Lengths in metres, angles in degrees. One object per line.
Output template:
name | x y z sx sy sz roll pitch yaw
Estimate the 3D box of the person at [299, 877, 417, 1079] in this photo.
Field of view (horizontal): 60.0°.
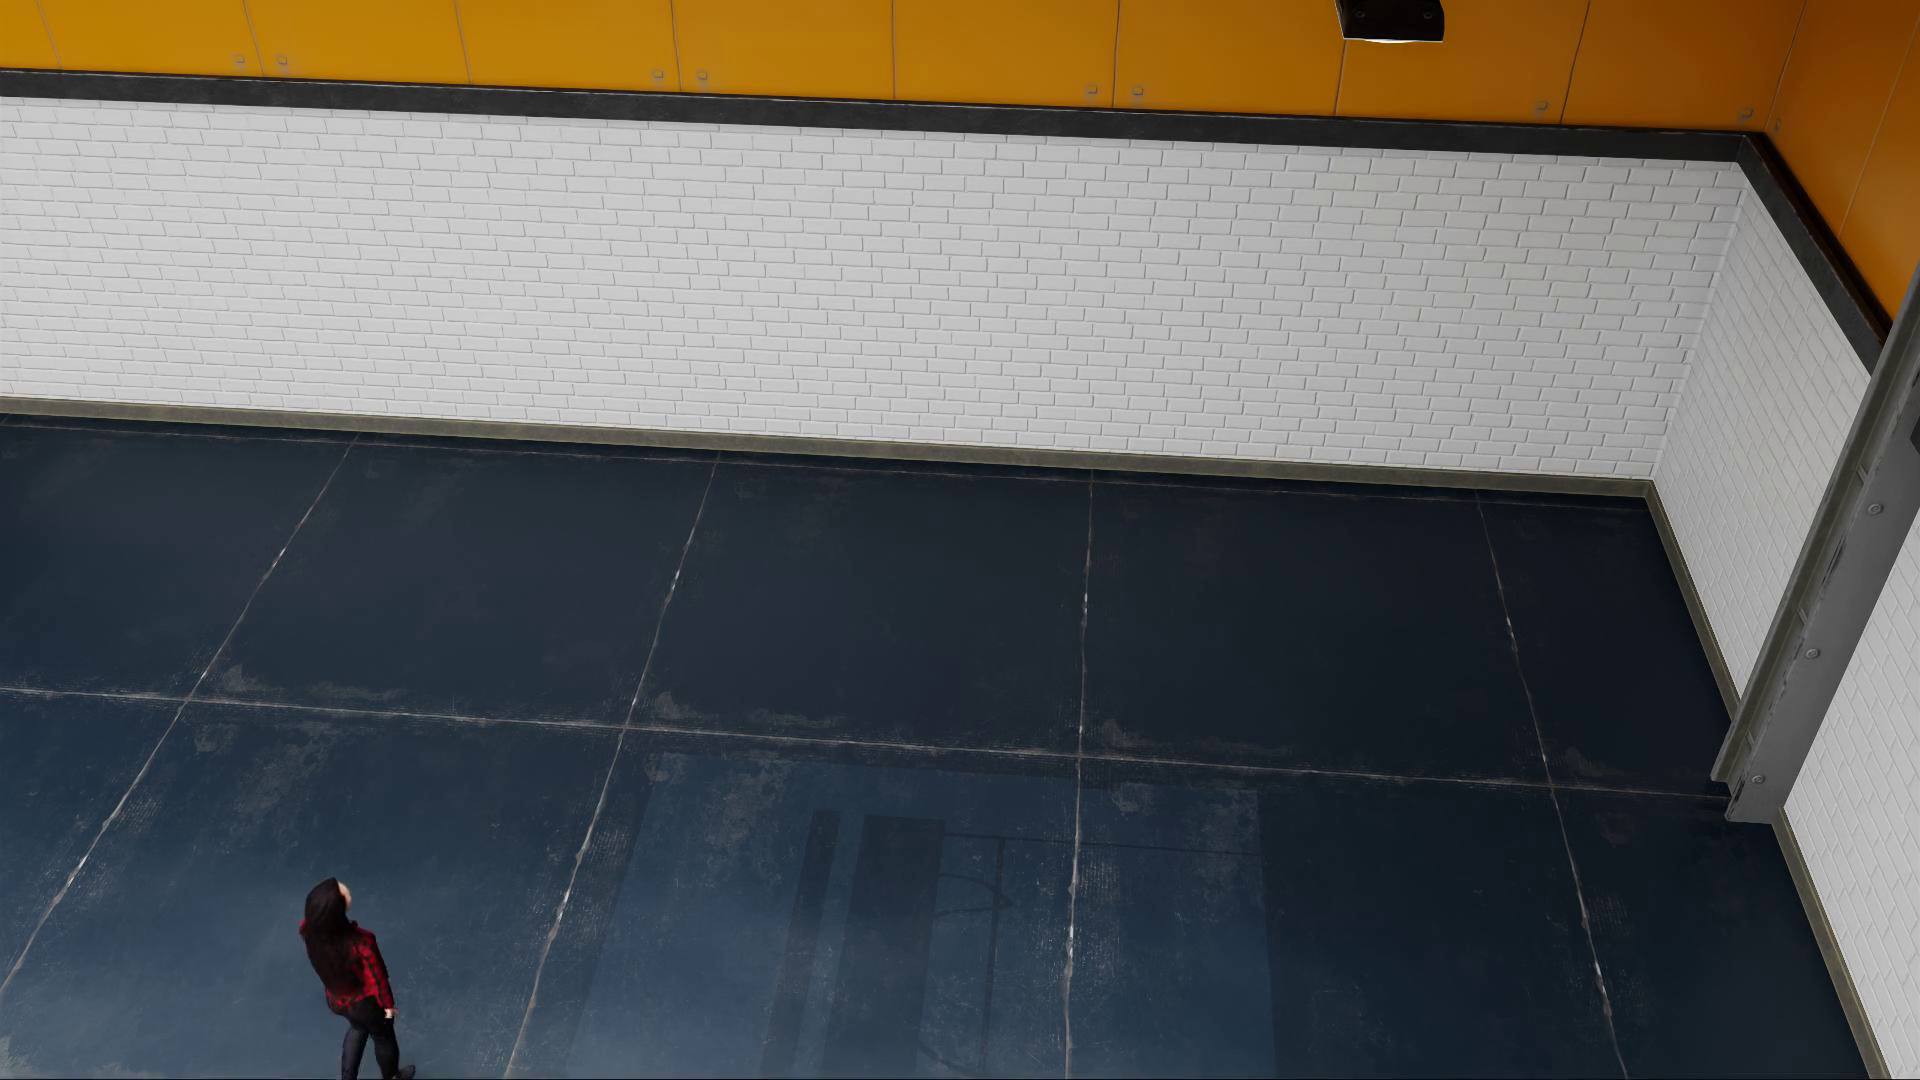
person | -3.051 2.337 8.290 0.693 1.649 0.812 13 41 16
